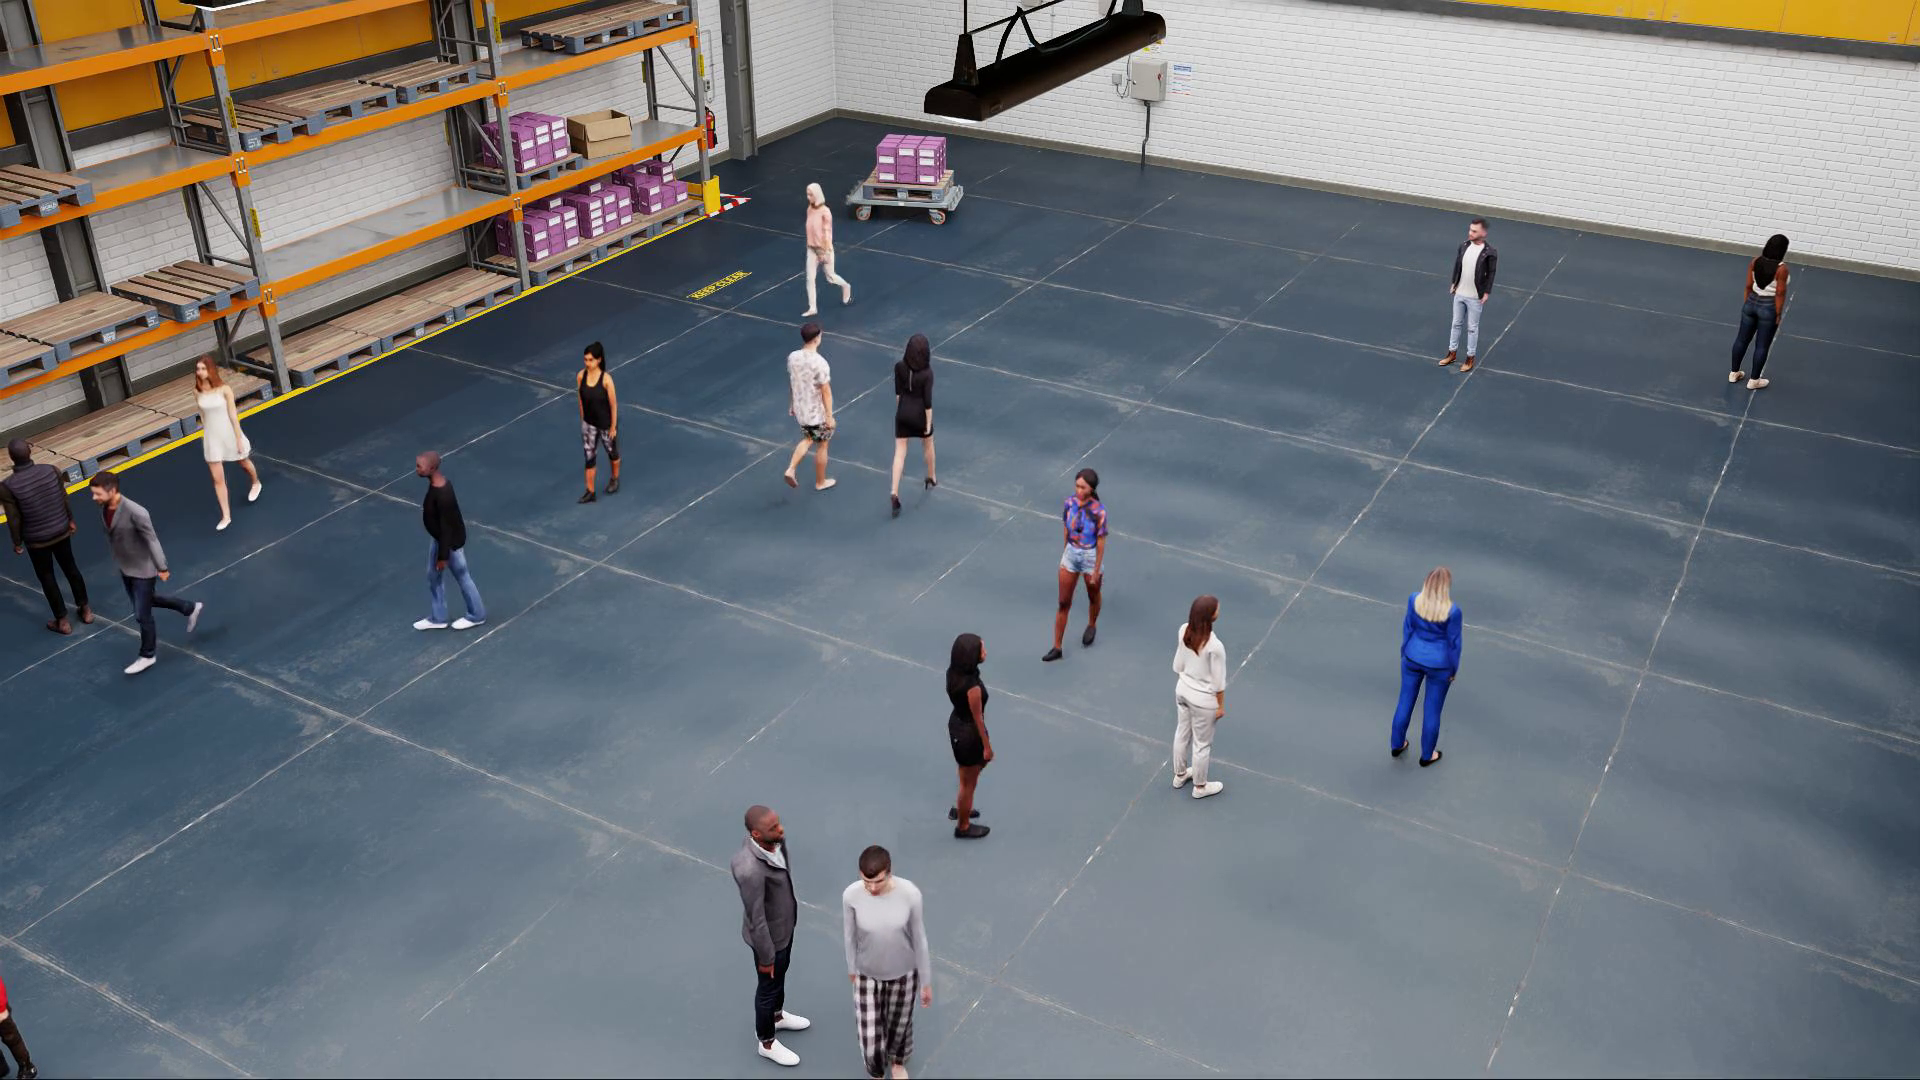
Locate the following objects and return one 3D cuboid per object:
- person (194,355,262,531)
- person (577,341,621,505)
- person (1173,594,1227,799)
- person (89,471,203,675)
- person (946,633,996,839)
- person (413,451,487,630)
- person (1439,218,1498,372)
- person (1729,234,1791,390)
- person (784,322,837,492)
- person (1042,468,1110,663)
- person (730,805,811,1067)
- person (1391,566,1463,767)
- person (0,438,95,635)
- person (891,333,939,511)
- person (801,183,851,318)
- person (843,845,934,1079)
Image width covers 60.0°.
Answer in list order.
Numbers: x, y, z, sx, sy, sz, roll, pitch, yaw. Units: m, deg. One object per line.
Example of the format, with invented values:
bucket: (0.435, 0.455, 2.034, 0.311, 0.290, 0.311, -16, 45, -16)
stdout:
person: (-7.183, -1.029, 16.331, 0.949, 1.670, 1.203, 0, 29, 1)
person: (-3.572, -1.224, 16.715, 0.749, 1.643, 0.977, 8, 30, 14)
person: (1.767, 1.147, 12.323, 0.665, 1.688, 0.671, -21, 35, -33)
person: (-6.801, 0.197, 13.905, 0.705, 1.840, 1.058, 16, 33, 27)
person: (-0.019, 1.415, 11.786, 0.773, 1.730, 0.717, -8, 30, -15)
person: (-4.337, 0.001, 14.376, 0.960, 1.733, 0.850, -14, 32, -25)
person: (6.021, -2.915, 19.616, 0.707, 1.835, 0.625, 25, 37, 38)
person: (9.222, -2.643, 19.144, 0.765, 1.809, 0.741, -15, 32, -25)
person: (-1.536, -1.283, 16.659, 0.757, 1.801, 0.867, 22, 36, 34)
person: (1.094, 0.164, 14.104, 0.587, 1.706, 1.021, 15, 32, 25)
person: (-1.151, 2.338, 10.003, 0.850, 1.818, 0.679, 5, 29, 8)
person: (3.558, 0.949, 12.673, 0.654, 1.700, 0.599, 22, 36, 35)
person: (-7.898, -0.050, 14.363, 0.773, 1.836, 0.537, 19, 34, 31)
person: (-0.511, -1.122, 16.407, 0.715, 1.760, 1.129, 12, 31, 20)
person: (-1.713, -3.710, 21.216, 0.688, 1.698, 1.064, 21, 35, 33)
person: (-0.434, 2.456, 9.773, 0.828, 1.831, 0.887, -4, 29, -6)
